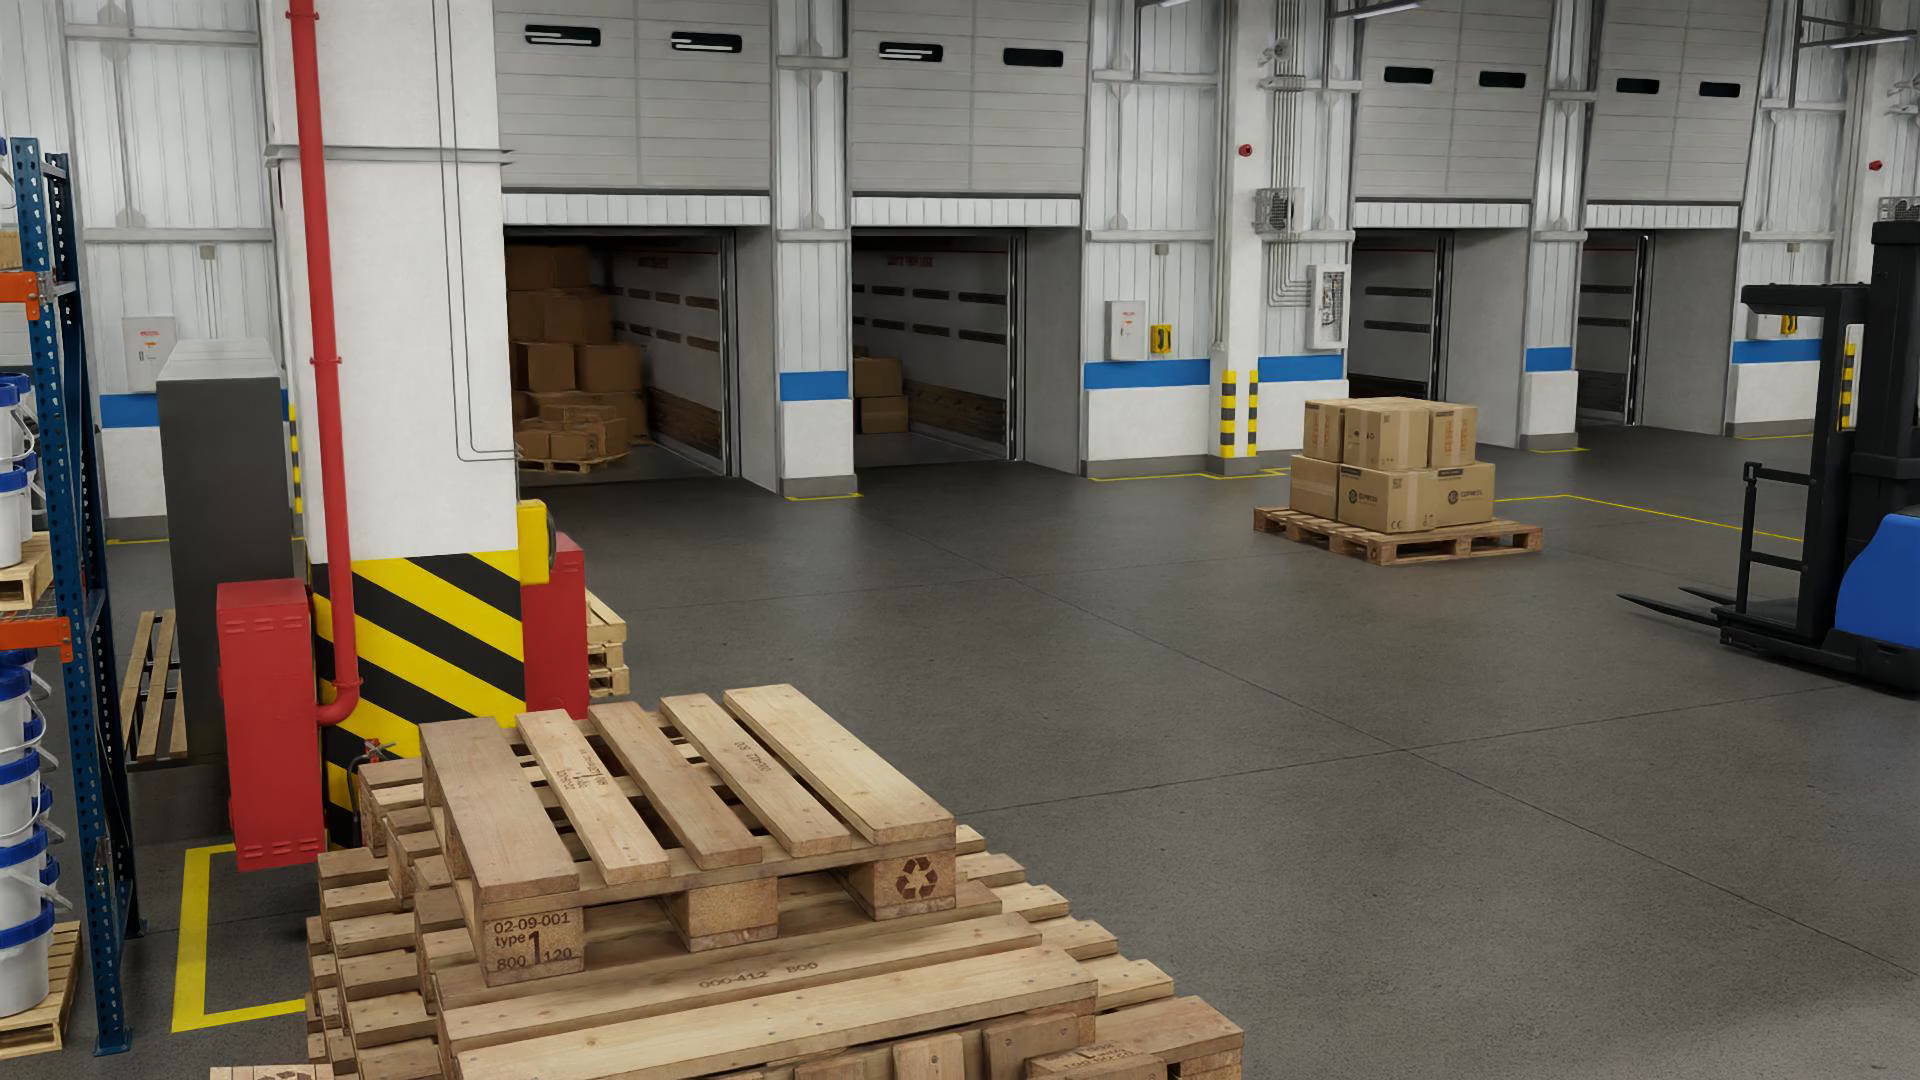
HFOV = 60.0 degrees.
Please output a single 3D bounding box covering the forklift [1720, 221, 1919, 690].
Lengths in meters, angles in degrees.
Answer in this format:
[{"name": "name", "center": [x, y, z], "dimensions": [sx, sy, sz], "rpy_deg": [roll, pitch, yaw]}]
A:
[{"name": "forklift", "center": [5.949, -0.550, 10.218], "dimensions": [1.129, 2.768, 1.873], "rpy_deg": [-4, 11, -23]}]
